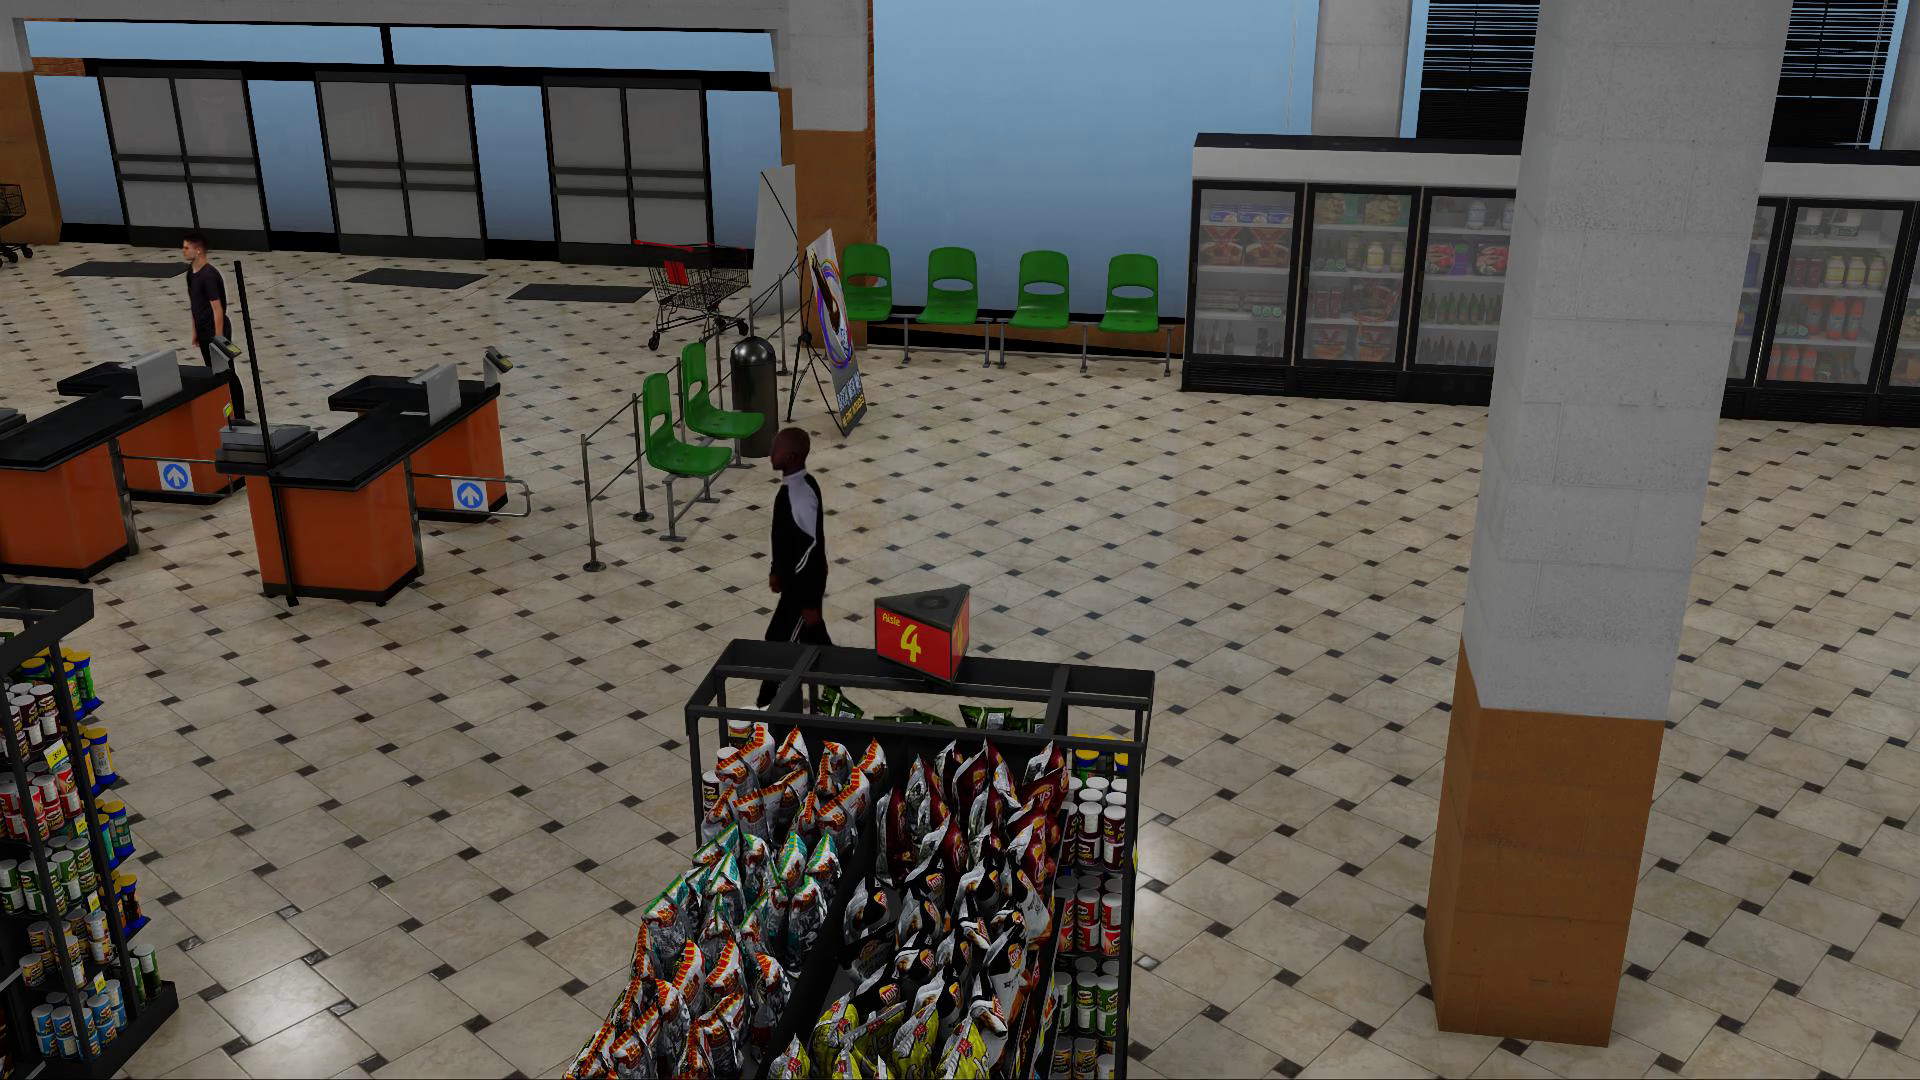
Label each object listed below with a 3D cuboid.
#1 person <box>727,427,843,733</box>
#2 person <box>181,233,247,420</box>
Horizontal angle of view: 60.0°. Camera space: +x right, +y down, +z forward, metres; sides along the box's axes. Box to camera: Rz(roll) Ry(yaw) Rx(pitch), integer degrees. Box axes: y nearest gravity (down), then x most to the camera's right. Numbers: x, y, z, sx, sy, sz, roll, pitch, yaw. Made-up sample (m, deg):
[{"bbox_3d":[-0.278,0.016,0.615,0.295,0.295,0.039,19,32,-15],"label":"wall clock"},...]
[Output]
[{"bbox_3d":[-0.798,0.242,9.309,0.894,1.811,0.974,-1,22,-3],"label":"person"},{"bbox_3d":[-6.473,-1.783,14.415,0.716,1.763,0.728,20,29,40],"label":"person"}]
